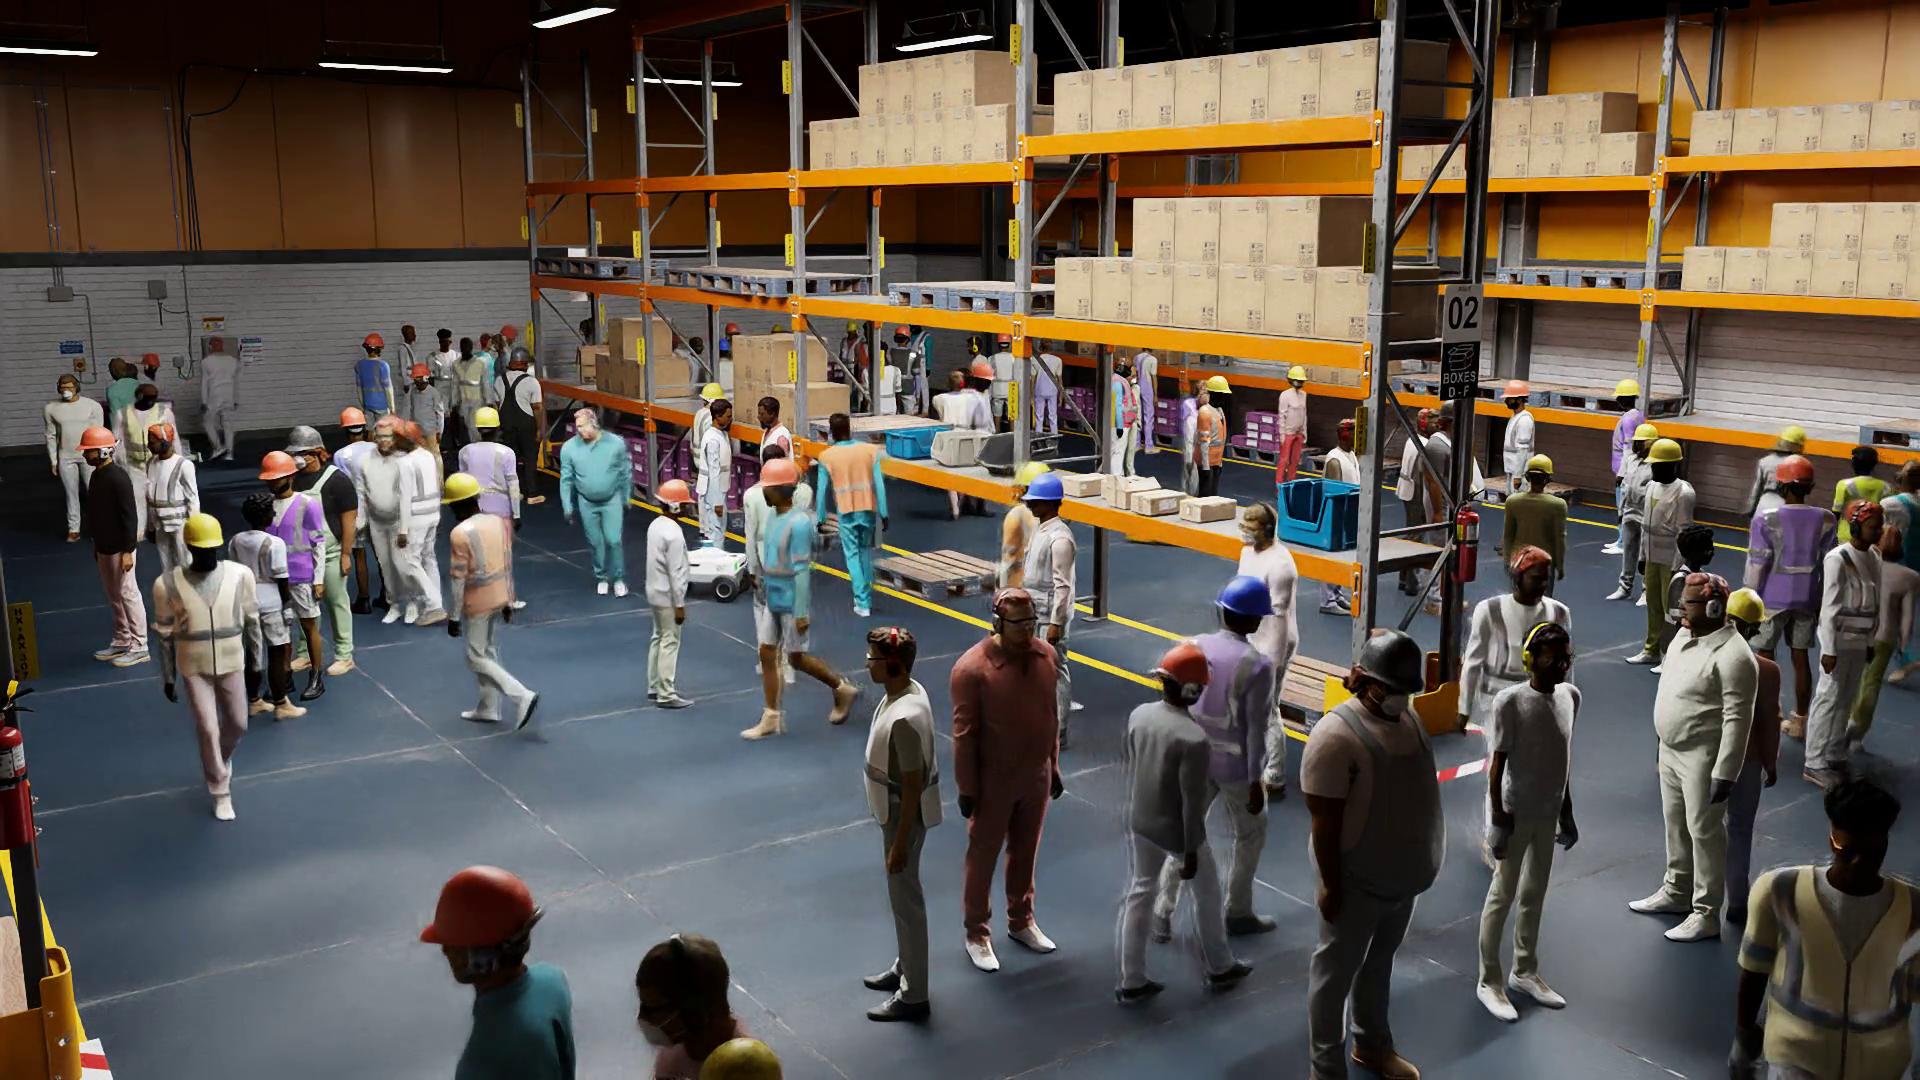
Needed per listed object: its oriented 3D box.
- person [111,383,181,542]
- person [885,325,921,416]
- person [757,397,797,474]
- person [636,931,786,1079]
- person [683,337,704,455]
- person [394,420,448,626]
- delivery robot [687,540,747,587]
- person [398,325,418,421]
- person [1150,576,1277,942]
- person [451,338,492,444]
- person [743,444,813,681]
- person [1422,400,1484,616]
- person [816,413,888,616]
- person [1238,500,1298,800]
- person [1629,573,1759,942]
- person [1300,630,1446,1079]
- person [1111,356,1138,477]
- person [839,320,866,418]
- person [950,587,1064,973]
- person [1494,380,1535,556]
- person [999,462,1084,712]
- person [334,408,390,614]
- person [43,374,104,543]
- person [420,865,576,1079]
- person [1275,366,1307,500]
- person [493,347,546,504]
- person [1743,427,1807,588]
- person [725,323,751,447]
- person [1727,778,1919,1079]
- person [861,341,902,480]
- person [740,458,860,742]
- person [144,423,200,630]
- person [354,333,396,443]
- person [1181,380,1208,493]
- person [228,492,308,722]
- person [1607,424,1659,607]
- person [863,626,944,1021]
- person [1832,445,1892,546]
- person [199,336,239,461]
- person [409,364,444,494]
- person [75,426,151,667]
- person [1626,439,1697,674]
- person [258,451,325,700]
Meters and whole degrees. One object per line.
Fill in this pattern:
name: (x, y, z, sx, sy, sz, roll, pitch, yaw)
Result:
person: (-9.301, -0.875, 18.925, 0.792, 1.828, 0.493, -4, 12, -19)
person: (-0.892, -2.275, 25.530, 0.601, 2.035, 0.404, 1, 11, 7)
person: (-1.839, -0.492, 16.729, 0.406, 1.907, 0.598, -4, 12, -21)
person: (-0.605, 1.921, 4.360, 0.411, 1.916, 0.667, -6, 13, -29)
person: (-4.113, -2.234, 25.816, 0.340, 1.839, 0.508, 6, 13, 28)
person: (-4.896, -0.160, 15.105, 0.399, 1.878, 0.638, 2, 11, 12)
delivery robot: (-2.445, 0.246, 16.167, 0.707, 0.478, 0.477, 2, 11, 11)
person: (-9.203, -2.648, 27.814, 0.357, 1.881, 0.574, 0, 11, -2)
person: (1.287, 1.128, 8.471, 0.626, 1.908, 0.654, -10, 15, -40)
person: (-7.327, -2.069, 24.805, 0.629, 1.892, 0.560, 4, 12, 18)
person: (-1.459, 0.171, 13.354, 0.583, 1.892, 0.619, -3, 12, -17)
person: (4.595, -0.318, 15.478, 0.538, 2.000, 0.683, 8, 14, 36)
person: (-1.014, -0.241, 15.530, 0.614, 1.863, 0.651, -5, 12, -24)
person: (1.935, 0.686, 10.627, 0.401, 1.928, 0.720, -2, 11, -11)
person: (3.764, 1.103, 8.552, 0.407, 1.906, 0.655, -1, 11, -4)
person: (1.753, 1.353, 6.930, 0.672, 2.000, 0.536, -10, 15, -41)
person: (2.157, -1.541, 22.268, 0.429, 1.838, 0.622, 1, 11, 7)
person: (-1.931, -3.062, 30.093, 0.590, 1.824, 0.403, 6, 12, 26)
person: (0.264, 1.165, 8.235, 0.648, 1.907, 0.401, -8, 14, -35)
person: (6.045, -0.779, 18.137, 0.388, 1.929, 0.546, 2, 11, 8)
person: (0.502, 0.319, 12.653, 1.002, 1.882, 0.596, 7, 13, 32)
person: (-5.587, -0.270, 15.520, 0.374, 1.929, 0.542, 8, 14, 36)
person: (-10.028, -0.927, 18.900, 0.623, 1.932, 0.367, -3, 11, -15)
person: (-1.231, 1.837, 4.580, 0.402, 1.989, 0.622, 0, 11, 0)
person: (4.346, -1.384, 21.659, 0.521, 1.762, 0.331, -10, 15, -41)
person: (-5.647, -1.494, 21.499, 0.683, 2.000, 0.535, 4, 12, 19)
person: (7.867, -0.252, 16.010, 0.803, 1.684, 0.572, -7, 13, -33)
person: (-3.609, -2.472, 26.628, 0.619, 1.990, 0.395, -8, 14, -35)
person: (2.863, 1.712, 5.406, 0.630, 1.909, 0.988, 4, 12, 21)
person: (-1.106, -1.805, 23.279, 0.606, 1.966, 0.367, -6, 12, -27)
person: (-1.168, 0.412, 11.829, 0.829, 2.014, 0.631, -6, 13, -29)
person: (-7.027, -0.113, 14.830, 0.572, 1.885, 0.358, 5, 12, 25)
person: (-8.250, -1.899, 23.567, 0.608, 2.044, 0.371, 5, 12, 24)
person: (3.094, -1.270, 21.510, 0.518, 1.591, 0.871, -3, 11, -13)
person: (-5.114, 0.491, 12.222, 0.536, 1.696, 0.321, 5, 12, 25)
person: (6.481, -0.241, 15.846, 0.297, 1.745, 0.484, -7, 13, -31)
person: (-0.264, 1.298, 7.707, 0.376, 1.844, 0.573, -1, 11, -4)
person: (8.104, -0.020, 14.926, 0.526, 1.669, 0.805, -3, 11, -14)
person: (-11.171, -2.115, 25.055, 0.454, 1.892, 0.668, 7, 13, 32)
person: (-7.116, -1.472, 22.123, 0.573, 1.749, 0.343, 7, 13, 31)
person: (-7.001, 0.049, 13.720, 0.621, 1.992, 0.397, 9, 14, 40)
person: (5.702, 0.130, 13.519, 0.401, 1.918, 0.584, -2, 11, -11)
person: (-5.134, 0.277, 12.705, 0.552, 1.933, 0.373, 2, 11, 9)
